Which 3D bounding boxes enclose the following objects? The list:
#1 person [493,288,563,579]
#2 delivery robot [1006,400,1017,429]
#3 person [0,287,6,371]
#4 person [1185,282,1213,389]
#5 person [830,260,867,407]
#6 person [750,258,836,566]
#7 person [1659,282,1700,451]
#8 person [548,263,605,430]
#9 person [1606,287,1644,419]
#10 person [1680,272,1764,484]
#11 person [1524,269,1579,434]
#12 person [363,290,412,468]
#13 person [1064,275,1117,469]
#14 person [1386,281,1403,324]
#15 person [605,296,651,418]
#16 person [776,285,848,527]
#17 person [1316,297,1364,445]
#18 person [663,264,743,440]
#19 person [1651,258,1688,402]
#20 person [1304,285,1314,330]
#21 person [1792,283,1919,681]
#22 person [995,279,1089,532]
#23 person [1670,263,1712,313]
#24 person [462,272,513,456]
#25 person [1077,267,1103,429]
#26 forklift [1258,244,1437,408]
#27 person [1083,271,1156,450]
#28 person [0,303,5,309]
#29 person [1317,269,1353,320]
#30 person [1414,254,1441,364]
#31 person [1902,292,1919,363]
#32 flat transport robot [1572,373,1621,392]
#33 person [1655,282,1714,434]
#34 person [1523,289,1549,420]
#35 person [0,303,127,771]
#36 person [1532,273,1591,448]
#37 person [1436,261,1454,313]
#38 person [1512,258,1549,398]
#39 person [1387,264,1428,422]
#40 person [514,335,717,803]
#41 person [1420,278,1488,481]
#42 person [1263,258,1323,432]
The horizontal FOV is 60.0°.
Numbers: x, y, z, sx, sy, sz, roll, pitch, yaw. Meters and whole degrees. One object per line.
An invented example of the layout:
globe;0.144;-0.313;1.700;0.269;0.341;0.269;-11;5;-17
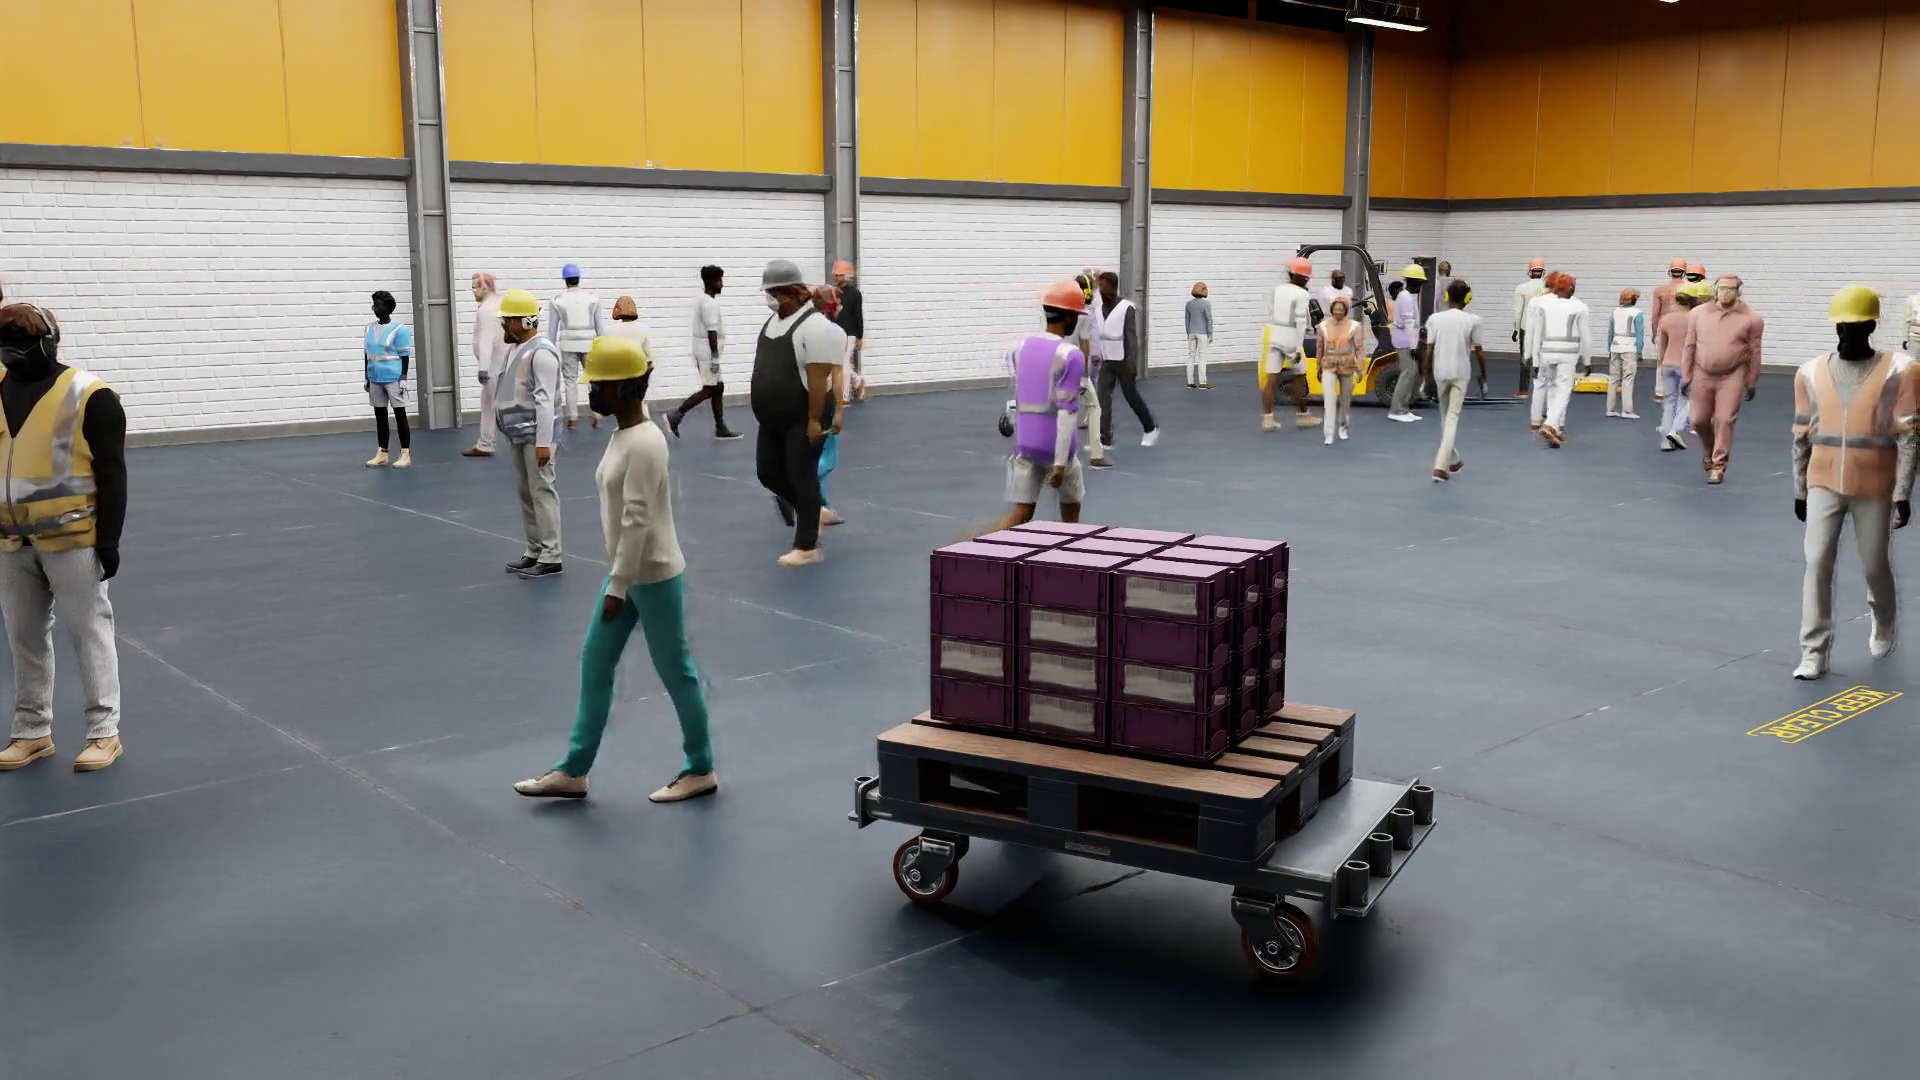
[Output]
person;-2.722;-0.666;10.492;0.404;1.824;0.586;-7;12;-36
delivery robot;0.837;-1.479;18.671;0.477;0.478;0.707;8;12;38
person;-7.608;-1.125;13.098;0.633;1.846;0.429;6;12;33
person;3.653;-3.122;25.400;0.287;1.635;0.500;-9;13;-43
person;-1.519;-2.776;22.397;0.620;1.972;0.712;9;13;42
person;-1.088;-0.856;10.948;0.610;2.000;0.694;-9;13;-43
person;7.462;-1.783;17.186;0.368;1.749;0.540;-6;11;-30
person;-4.457;-2.243;19.362;0.631;1.941;0.417;-3;10;-19
person;8.303;-2.330;20.759;0.310;1.636;0.523;-5;11;-25
person;6.847;-1.466;14.966;0.654;1.888;0.711;7;12;35
person;6.759;-2.145;18.985;0.584;1.880;0.337;3;10;19
person;-5.490;-1.535;15.929;0.535;1.699;0.318;4;10;20
person;1.154;-1.569;15.727;0.782;1.838;0.520;-8;12;-39
person;6.436;-3.057;24.930;0.824;1.667;0.533;8;12;38
person;-3.277;-1.591;16.445;0.501;1.633;0.281;-9;13;-41
person;-1.110;-0.963;12.230;0.585;1.817;0.665;9;13;44
person;4.133;-1.850;18.092;0.526;1.591;0.880;3;10;18
person;-2.829;-2.035;18.152;0.825;1.945;0.608;-3;10;-16
person;9.883;-2.893;23.012;0.611;1.995;0.375;4;10;20
person;5.147;-3.079;25.261;0.510;1.595;0.825;-8;13;-41
person;4.352;-0.293;8.085;0.602;1.902;0.833;9;13;44
person;0.445;-0.538;9.526;0.543;1.901;0.869;9;13;44
person;9.807;-2.741;22.319;0.542;1.929;0.369;10;14;44
person;-4.588;-1.751;16.715;0.852;1.870;0.697;-1;10;-3
person;1.520;-2.231;19.429;0.458;1.892;0.651;2;10;12
forklift;5.256;-2.933;22.661;2.313;2.155;1.214;3;10;16
person;1.718;-1.887;17.496;0.950;1.876;0.654;-7;12;-34
person;-9.006;-1.568;15.566;0.514;1.888;0.653;-7;12;-34
person;5.860;-3.266;25.716;0.655;1.815;0.712;-4;10;-21
person;7.192;-3.402;25.852;0.370;2.044;0.608;9;13;44
person;13.374;-2.803;23.002;0.598;1.824;0.403;6;11;30
flat transport robot;9.456;-2.384;25.069;0.652;0.197;1.431;1;10;8
person;8.260;-2.044;18.818;0.737;1.713;0.512;-2;10;-10
person;7.322;-2.310;20.692;0.532;1.611;0.608;7;12;36
person;-3.598;-0.004;6.547;0.625;1.844;0.429;0;10;2
person;6.341;-1.907;17.713;0.605;1.853;0.865;9;13;44
person;8.318;-3.846;28.753;0.355;1.937;0.634;-8;13;-40
person;8.191;-3.021;23.758;0.613;1.994;0.395;0;10;0
person;5.476;-2.398;20.326;0.404;1.918;0.616;3;10;17
person;-1.262;0.138;6.018;0.819;1.732;0.536;-5;11;-26
person;4.503;-1.456;15.119;0.544;1.819;0.980;7;12;34
person;3.861;-2.258;19.276;0.932;1.993;0.654;-7;12;-37
